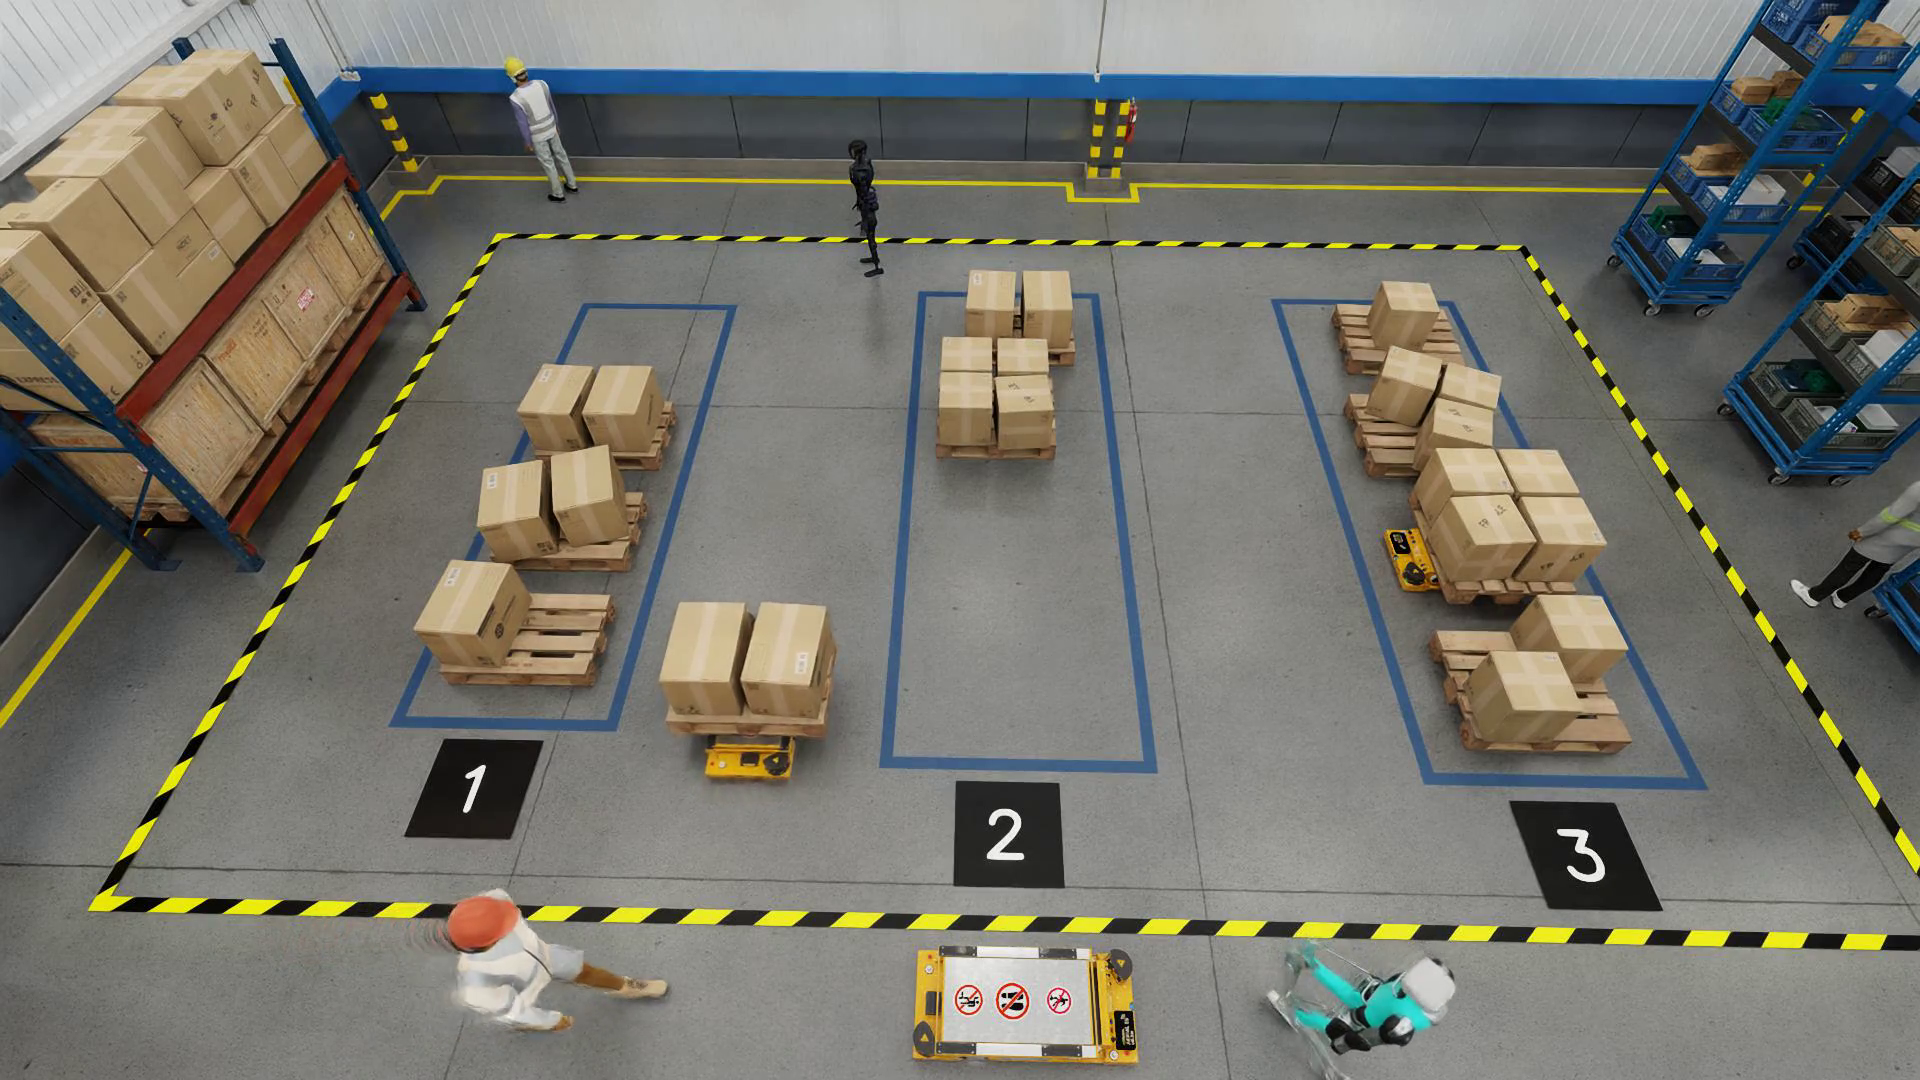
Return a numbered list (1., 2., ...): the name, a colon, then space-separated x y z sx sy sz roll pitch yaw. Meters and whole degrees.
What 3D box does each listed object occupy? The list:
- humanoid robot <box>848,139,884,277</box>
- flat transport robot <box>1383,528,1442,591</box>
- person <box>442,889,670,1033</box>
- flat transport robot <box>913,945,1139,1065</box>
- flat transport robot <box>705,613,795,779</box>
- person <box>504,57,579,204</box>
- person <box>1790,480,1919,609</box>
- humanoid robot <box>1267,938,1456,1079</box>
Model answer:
1. humanoid robot: -1.111 -3.882 10.733 0.315 1.655 0.599 -8 51 -6
2. flat transport robot: 4.689 0.155 8.342 1.431 0.197 0.652 1 51 1
3. person: -2.466 2.513 5.331 1.031 1.988 0.610 -1 51 -1
4. flat transport robot: 0.422 3.041 6.007 1.431 0.231 0.659 1 51 1
5. flat transport robot: -1.624 1.232 7.463 0.652 0.197 1.431 1 51 1
6. person: -5.375 -5.228 11.745 0.404 1.822 0.586 24 55 18
7. person: 7.694 -0.068 7.520 0.588 1.852 0.370 5 51 4
8. humanoid robot: 2.223 2.662 5.355 0.540 1.730 0.969 -35 59 -25
